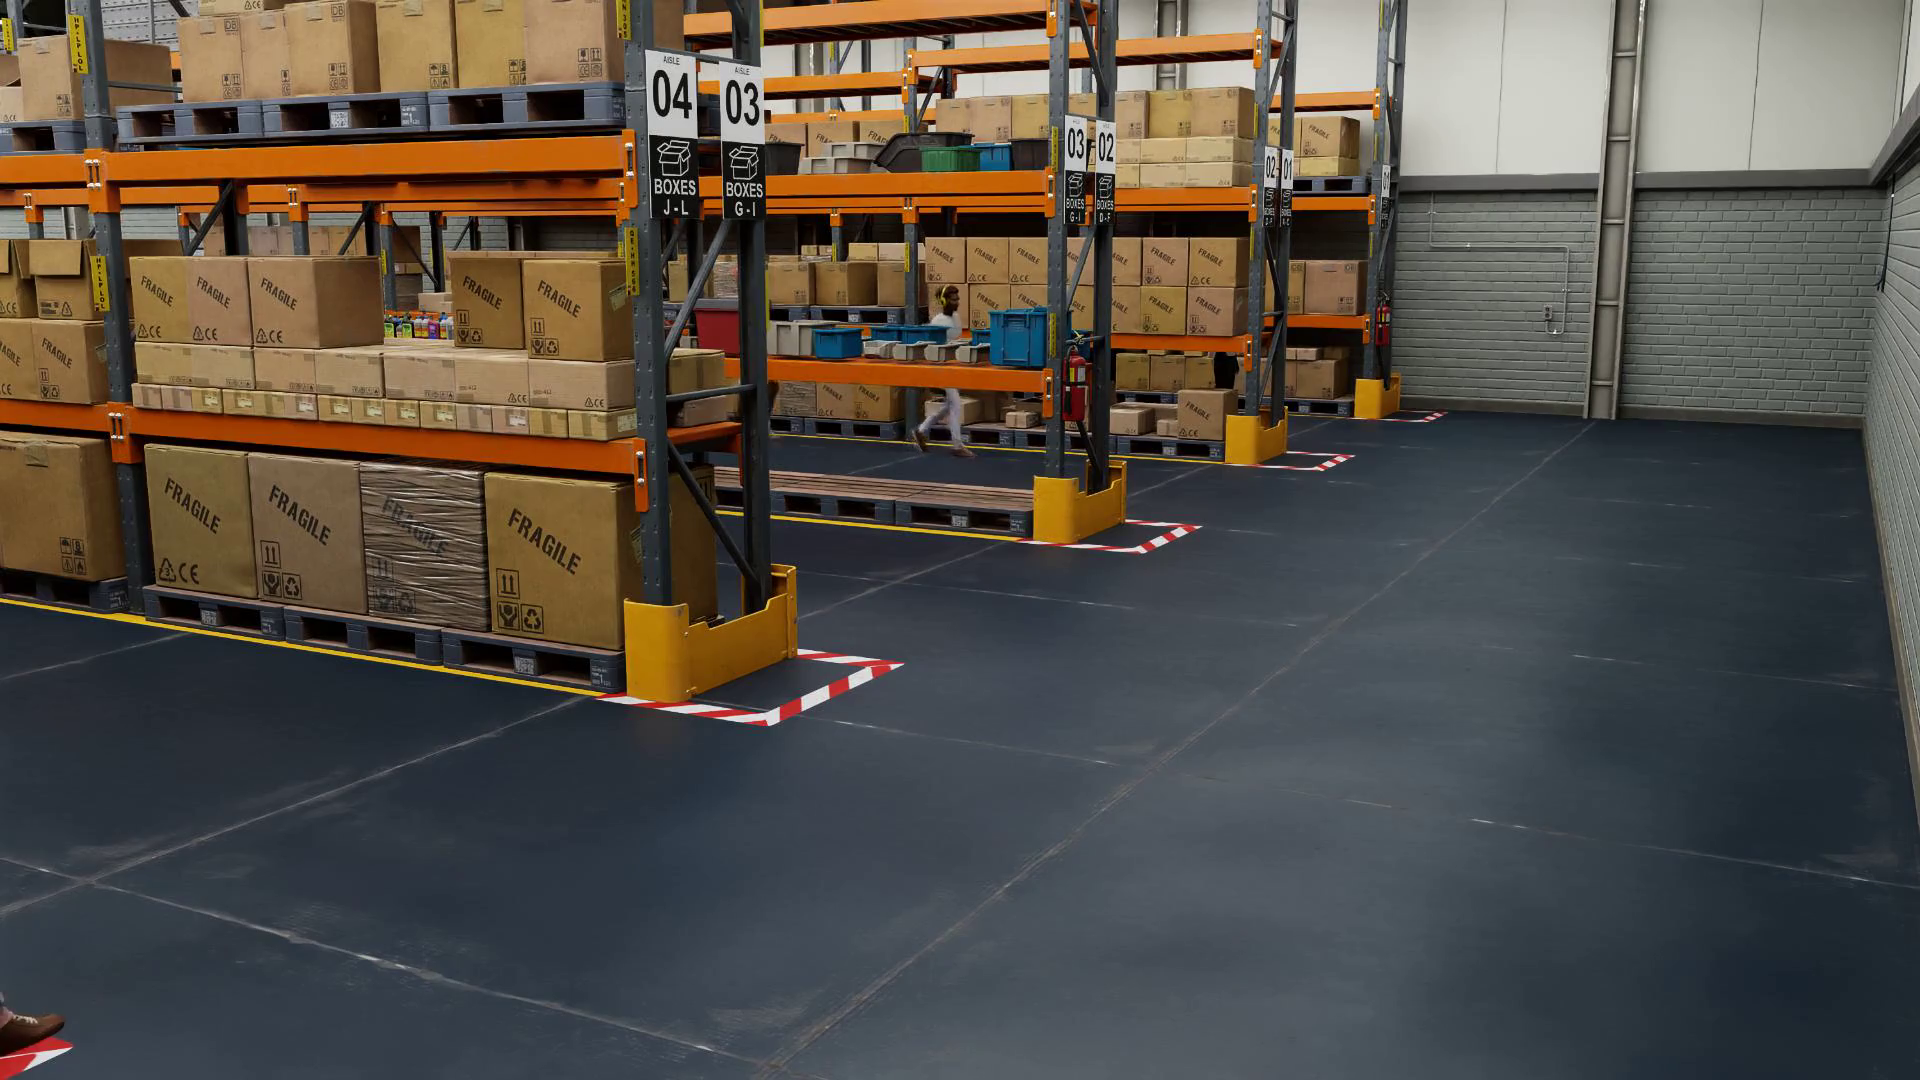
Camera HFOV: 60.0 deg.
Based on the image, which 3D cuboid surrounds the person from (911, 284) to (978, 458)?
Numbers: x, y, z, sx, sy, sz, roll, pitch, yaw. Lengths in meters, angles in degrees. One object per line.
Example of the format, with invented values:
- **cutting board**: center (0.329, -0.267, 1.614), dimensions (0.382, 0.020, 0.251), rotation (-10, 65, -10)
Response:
- **person**: center (-0.159, -1.802, 17.729), dimensions (0.800, 1.842, 0.522), rotation (5, 12, 27)

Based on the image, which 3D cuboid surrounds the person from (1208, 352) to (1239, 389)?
- **person**: center (3.021, -2.051, 18.865), dimensions (0.387, 1.919, 0.590), rotation (4, 11, 23)

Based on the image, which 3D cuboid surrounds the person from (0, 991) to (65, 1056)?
- **person**: center (-2.972, 0.601, 4.536), dimensions (0.635, 1.878, 0.697), rotation (5, 11, 24)

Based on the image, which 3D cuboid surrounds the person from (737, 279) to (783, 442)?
- **person**: center (-2.268, -2.085, 18.766), dimensions (0.684, 2.016, 0.633), rotation (4, 11, 21)
